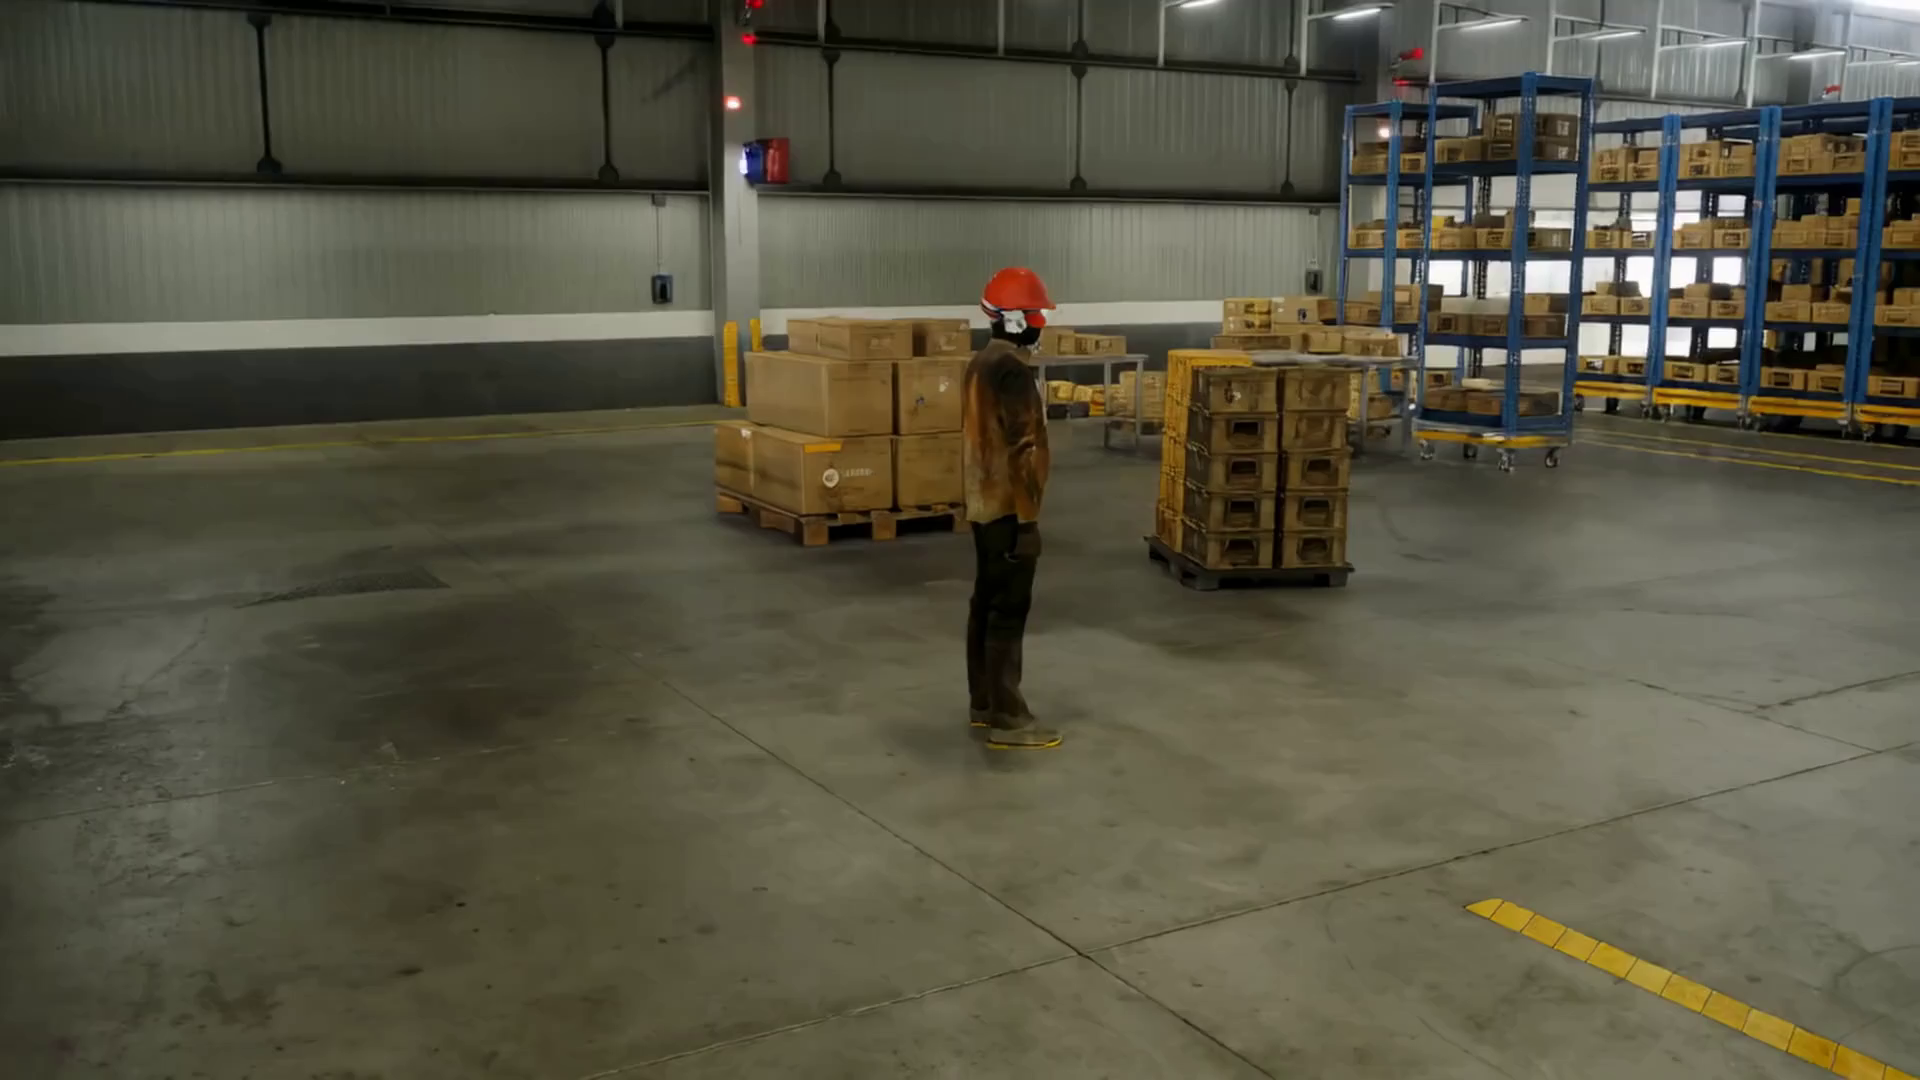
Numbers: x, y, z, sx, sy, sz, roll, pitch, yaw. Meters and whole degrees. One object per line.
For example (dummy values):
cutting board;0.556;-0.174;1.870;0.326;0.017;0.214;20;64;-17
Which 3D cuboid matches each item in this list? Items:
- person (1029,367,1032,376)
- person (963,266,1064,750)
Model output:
person;0.602;-2.116;18.899;0.474;1.737;0.569;-8;13;-38
person;0.205;-0.129;6.912;0.380;1.994;0.618;-3;10;-17
